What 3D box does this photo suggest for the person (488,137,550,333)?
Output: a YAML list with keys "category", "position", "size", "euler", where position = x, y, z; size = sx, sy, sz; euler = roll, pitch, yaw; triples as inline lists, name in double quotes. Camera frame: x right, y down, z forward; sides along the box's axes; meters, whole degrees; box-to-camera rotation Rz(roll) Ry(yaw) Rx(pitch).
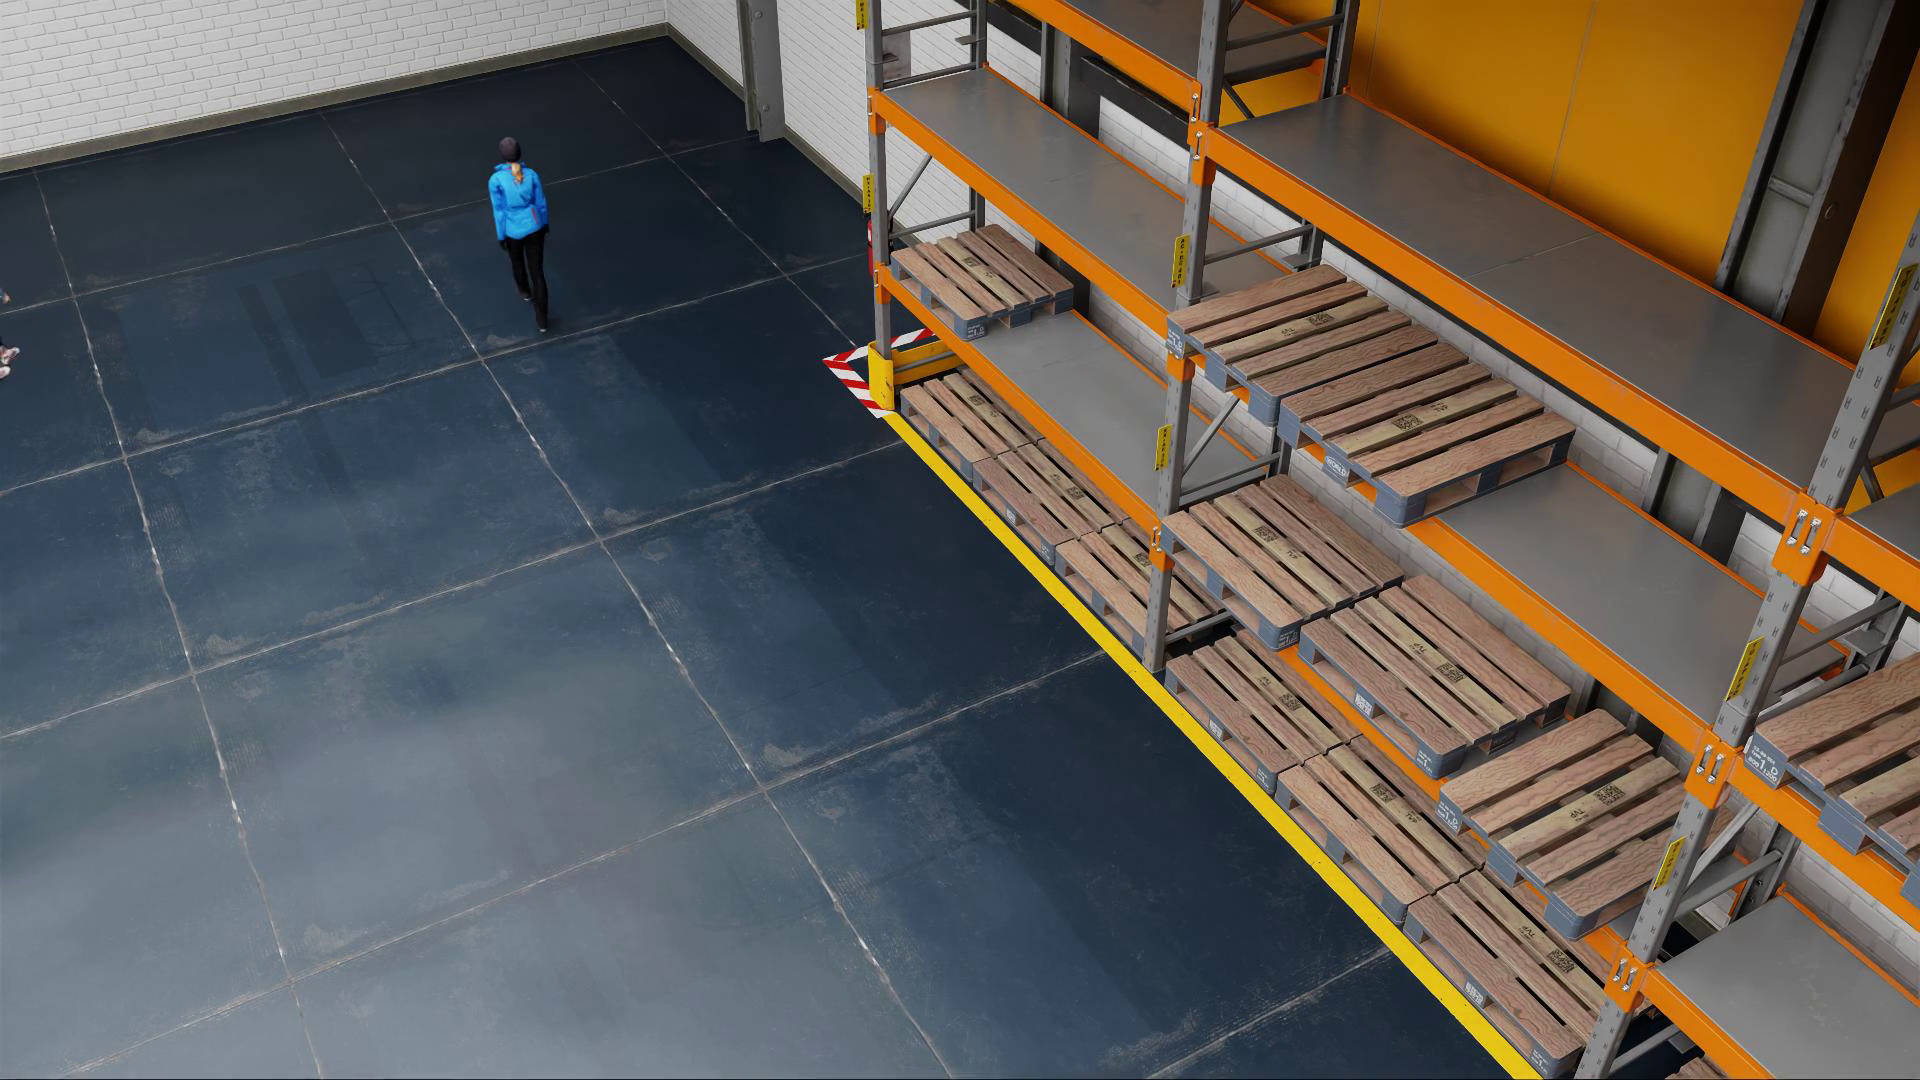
- category: "person"
  position: [-3.852, -2.670, 14.761]
  size: [0.779, 1.762, 1.123]
  euler: [-13, 40, -16]
